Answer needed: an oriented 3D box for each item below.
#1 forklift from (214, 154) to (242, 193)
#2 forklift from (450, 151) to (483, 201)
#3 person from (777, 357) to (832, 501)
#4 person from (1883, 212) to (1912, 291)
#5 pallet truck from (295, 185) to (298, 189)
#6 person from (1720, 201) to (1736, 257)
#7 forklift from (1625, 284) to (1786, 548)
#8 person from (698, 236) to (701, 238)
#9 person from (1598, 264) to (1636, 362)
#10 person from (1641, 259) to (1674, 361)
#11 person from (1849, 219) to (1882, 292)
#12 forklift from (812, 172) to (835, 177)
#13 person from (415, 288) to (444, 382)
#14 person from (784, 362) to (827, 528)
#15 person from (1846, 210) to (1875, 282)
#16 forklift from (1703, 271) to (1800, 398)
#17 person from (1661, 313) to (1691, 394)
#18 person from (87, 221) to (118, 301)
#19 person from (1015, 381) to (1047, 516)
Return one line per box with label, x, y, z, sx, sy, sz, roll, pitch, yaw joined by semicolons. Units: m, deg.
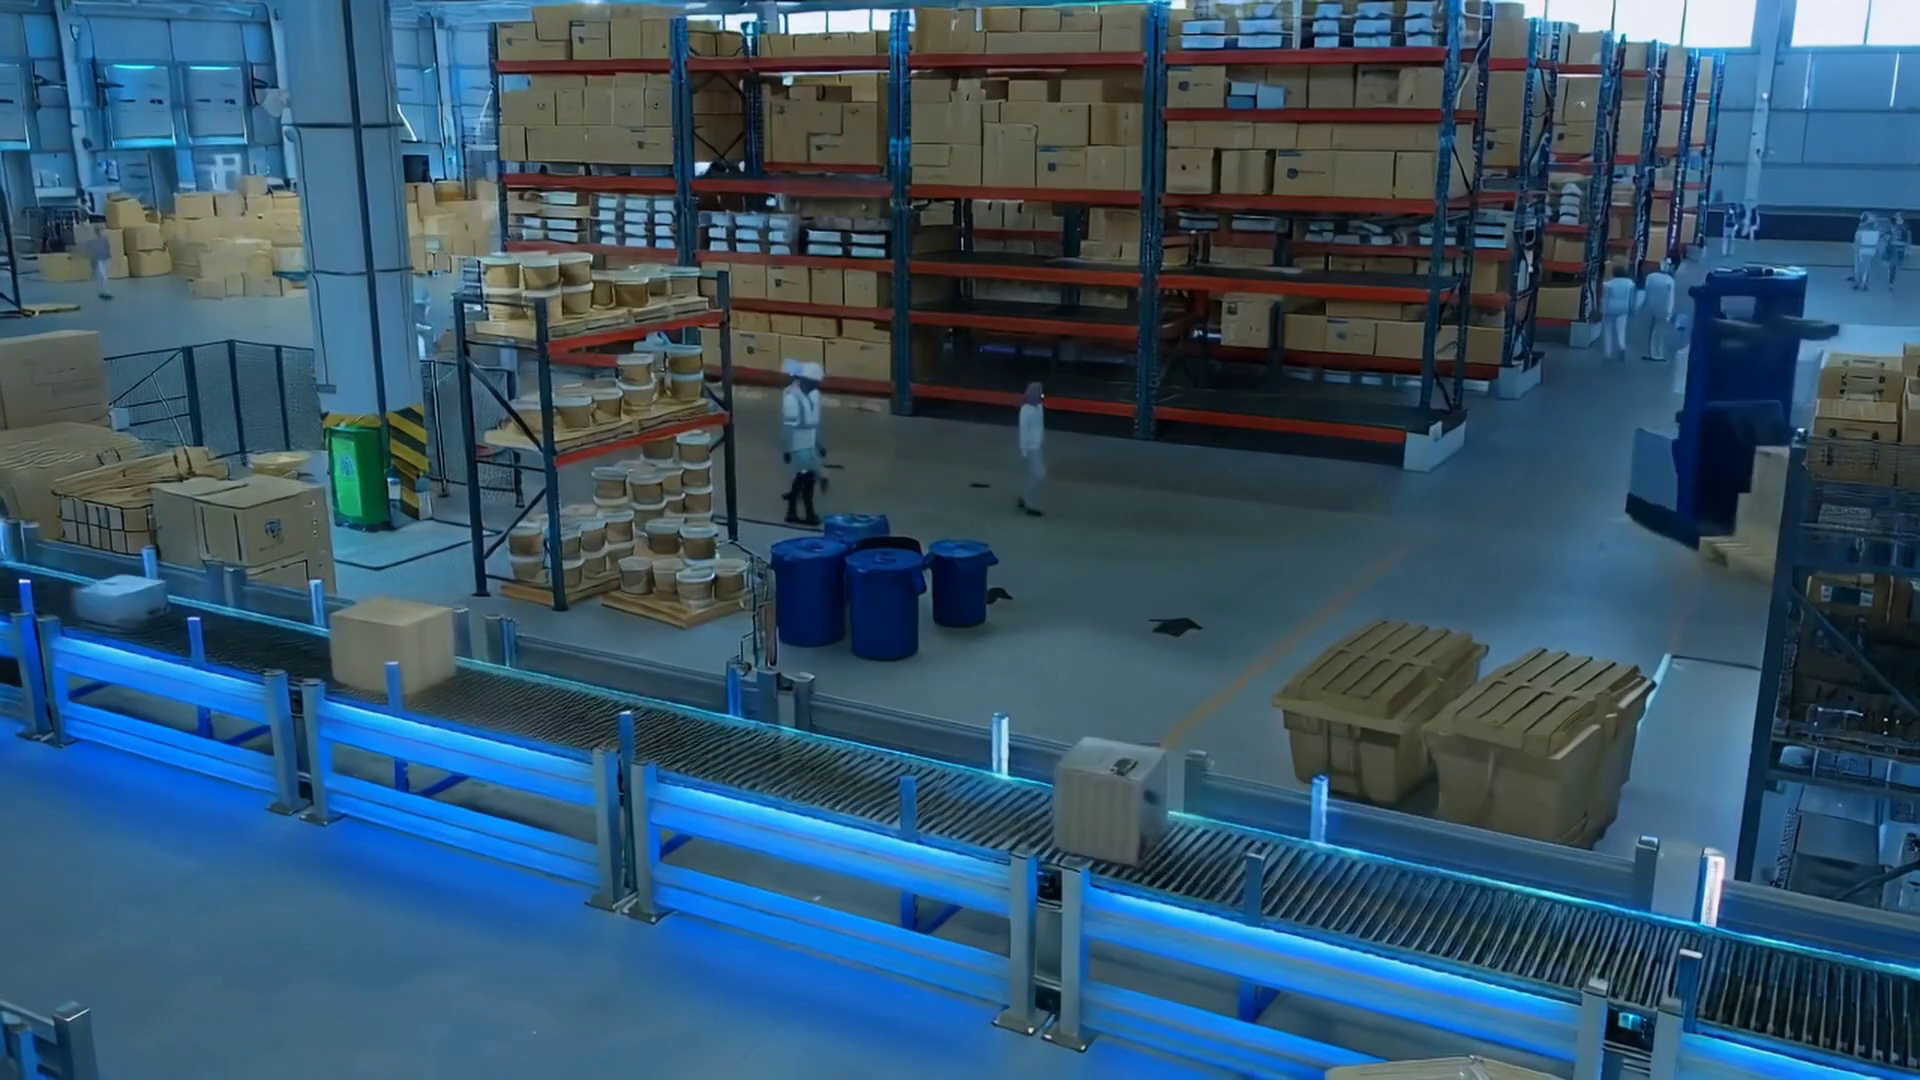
forklift;-26.728;-12.764;61.082;1.873;2.768;1.129;8;17;28
forklift;-18.740;-13.643;64.388;1.873;2.768;1.129;0;15;1
person;-1.915;-1.329;20.152;0.562;1.808;0.607;8;17;27
person;23.883;-7.341;42.404;0.601;1.977;1.038;5;16;20
pallet truck;-26.804;-14.617;69.738;1.885;1.965;0.823;-14;20;-42
person;23.880;-9.647;51.626;0.318;1.700;0.537;-1;15;-2
forklift;8.474;-1.429;18.474;1.129;2.768;1.873;-2;15;-8
person;-6.601;-7.097;42.249;0.516;1.594;0.855;-4;15;-14
person;12.197;-4.205;30.935;0.641;1.822;0.510;0;15;-1
person;13.104;-4.298;31.147;0.399;1.900;0.643;-6;16;-22
person;23.147;-7.274;42.494;0.579;1.806;0.869;3;15;11
forklift;-4.553;-11.251;55.397;1.129;2.768;1.873;8;17;27
person;-9.236;-3.532;28.746;0.512;1.644;0.307;5;16;19
person;-1.698;-1.086;19.050;0.787;1.900;0.568;6;16;23
person;24.103;-7.851;44.476;0.407;1.910;0.638;0;15;-1
forklift;9.269;-1.763;19.726;1.129;2.768;1.873;8;17;27
person;11.110;-2.703;25.666;0.526;1.618;0.367;13;20;41
person;-20.758;-6.778;40.418;0.699;1.916;0.661;6;16;21
person;0.882;-1.065;19.500;0.343;1.617;0.524;7;16;23
